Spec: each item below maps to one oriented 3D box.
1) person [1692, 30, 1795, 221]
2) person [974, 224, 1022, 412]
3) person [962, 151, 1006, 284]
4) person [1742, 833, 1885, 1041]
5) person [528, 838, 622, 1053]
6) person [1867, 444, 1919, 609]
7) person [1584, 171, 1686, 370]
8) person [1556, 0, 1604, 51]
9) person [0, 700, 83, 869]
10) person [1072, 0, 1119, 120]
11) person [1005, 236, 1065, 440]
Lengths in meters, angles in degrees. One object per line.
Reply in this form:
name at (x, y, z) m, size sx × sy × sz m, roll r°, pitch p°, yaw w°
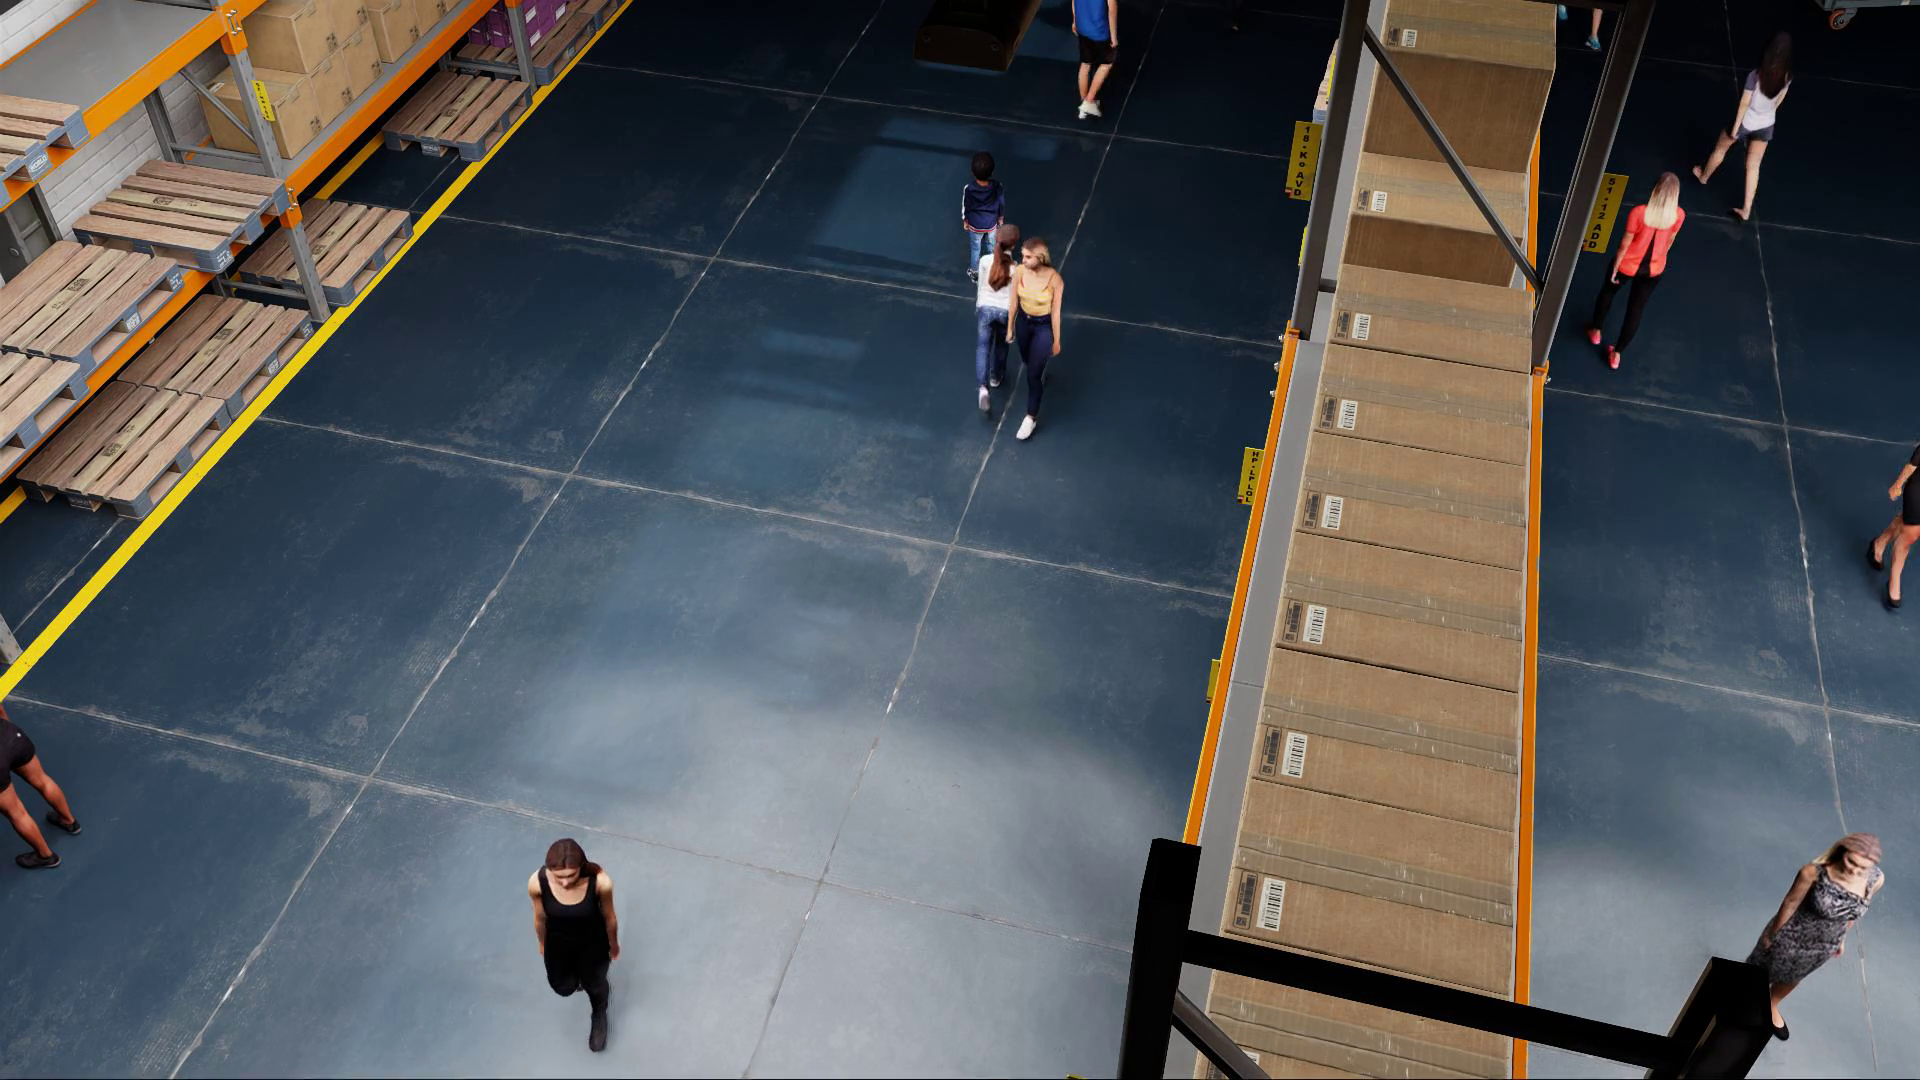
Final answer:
person at (7.031, -3.622, 14.687) m, size 0.917 × 1.653 × 1.208 m, roll -6°, pitch 44°, yaw -6°
person at (0.264, -1.695, 12.750) m, size 0.577 × 1.534 × 0.964 m, roll 6°, pitch 44°, yaw 6°
person at (0.190, -2.723, 14.056) m, size 0.573 × 1.221 × 0.573 m, roll -3°, pitch 44°, yaw -3°
person at (4.422, 2.046, 8.702) m, size 0.600 × 1.702 × 0.550 m, roll 4°, pitch 44°, yaw 4°
person at (-1.985, 2.026, 8.744) m, size 0.732 × 1.672 × 0.841 m, roll 2°, pitch 44°, yaw 2°
person at (6.541, -0.396, 11.303) m, size 0.738 × 1.649 × 0.921 m, roll -1°, pitch 44°, yaw -1°
person at (5.335, -2.064, 13.038) m, size 0.631 × 1.672 × 0.797 m, roll 6°, pitch 44°, yaw 6°
person at (6.503, -6.042, 17.184) m, size 0.918 × 1.713 × 1.325 m, roll -7°, pitch 44°, yaw -7°
person at (-5.527, 1.238, 9.523) m, size 0.657 × 1.740 × 0.449 m, roll 9°, pitch 44°, yaw 9°
person at (1.234, -4.841, 15.817) m, size 0.782 × 1.859 × 0.831 m, roll 25°, pitch 49°, yaw 24°
person at (0.596, -1.634, 12.647) m, size 0.766 × 1.589 × 1.133 m, roll 22°, pitch 48°, yaw 21°
